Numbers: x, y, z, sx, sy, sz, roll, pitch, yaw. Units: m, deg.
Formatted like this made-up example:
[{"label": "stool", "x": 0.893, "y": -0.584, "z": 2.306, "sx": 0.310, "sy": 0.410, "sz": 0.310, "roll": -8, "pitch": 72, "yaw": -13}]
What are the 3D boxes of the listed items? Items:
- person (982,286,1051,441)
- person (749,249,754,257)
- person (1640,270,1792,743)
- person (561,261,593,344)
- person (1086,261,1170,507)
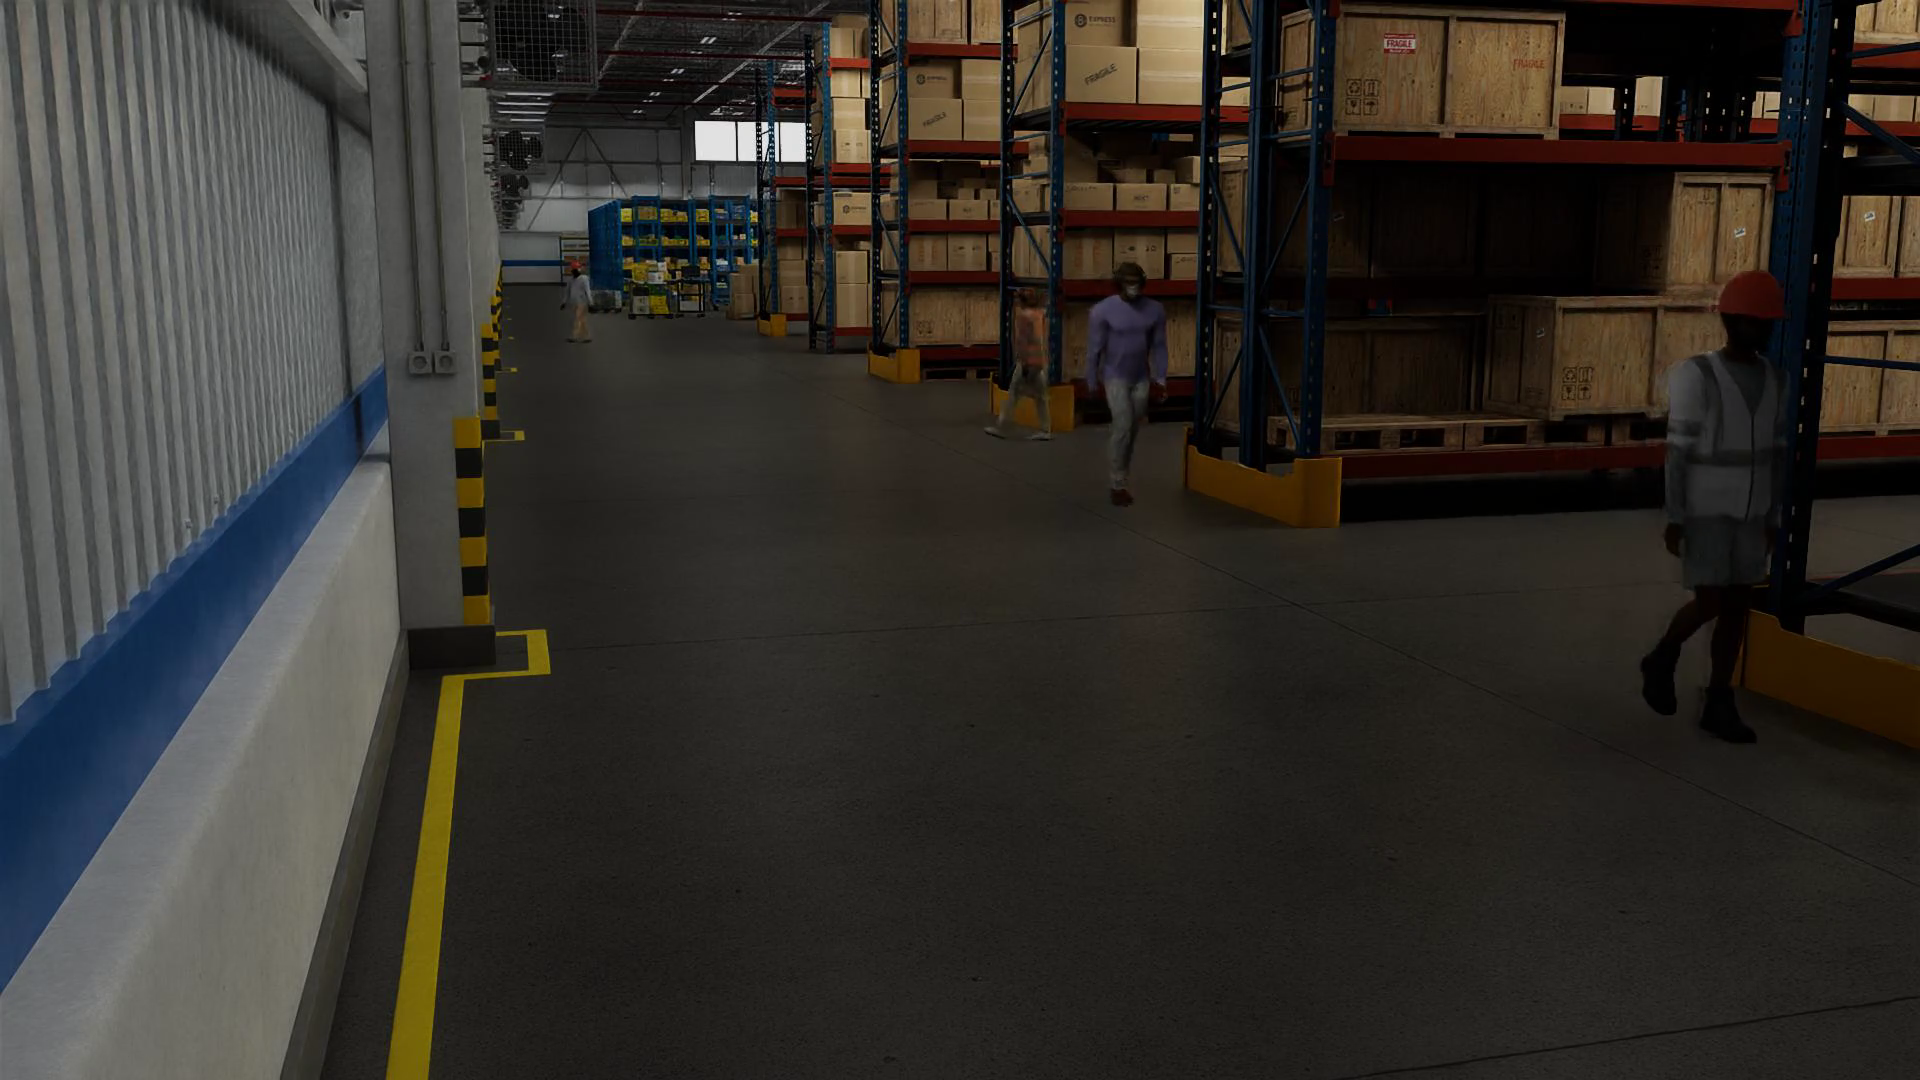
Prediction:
[{"label": "person", "x": 0.622, "y": -1.844, "z": 17.419, "sx": 0.802, "sy": 1.598, "sz": 0.524, "roll": 5, "pitch": 11, "yaw": 27}, {"label": "person", "x": -8.720, "y": -11.079, "z": 68.757, "sx": 0.972, "sy": 1.959, "sz": 0.611, "roll": -9, "pitch": 13, "yaw": -40}, {"label": "person", "x": 3.137, "y": -0.137, "z": 6.843, "sx": 0.563, "sy": 1.927, "sz": 0.465, "roll": -3, "pitch": 10, "yaw": -15}, {"label": "person", "x": -7.957, "y": -4.923, "z": 34.562, "sx": 0.571, "sy": 1.706, "sz": 0.880, "roll": 8, "pitch": 13, "yaw": 37}, {"label": "person", "x": 1.340, "y": -1.214, "z": 12.997, "sx": 0.620, "sy": 1.906, "sz": 0.684, "roll": -4, "pitch": 11, "yaw": -22}]
